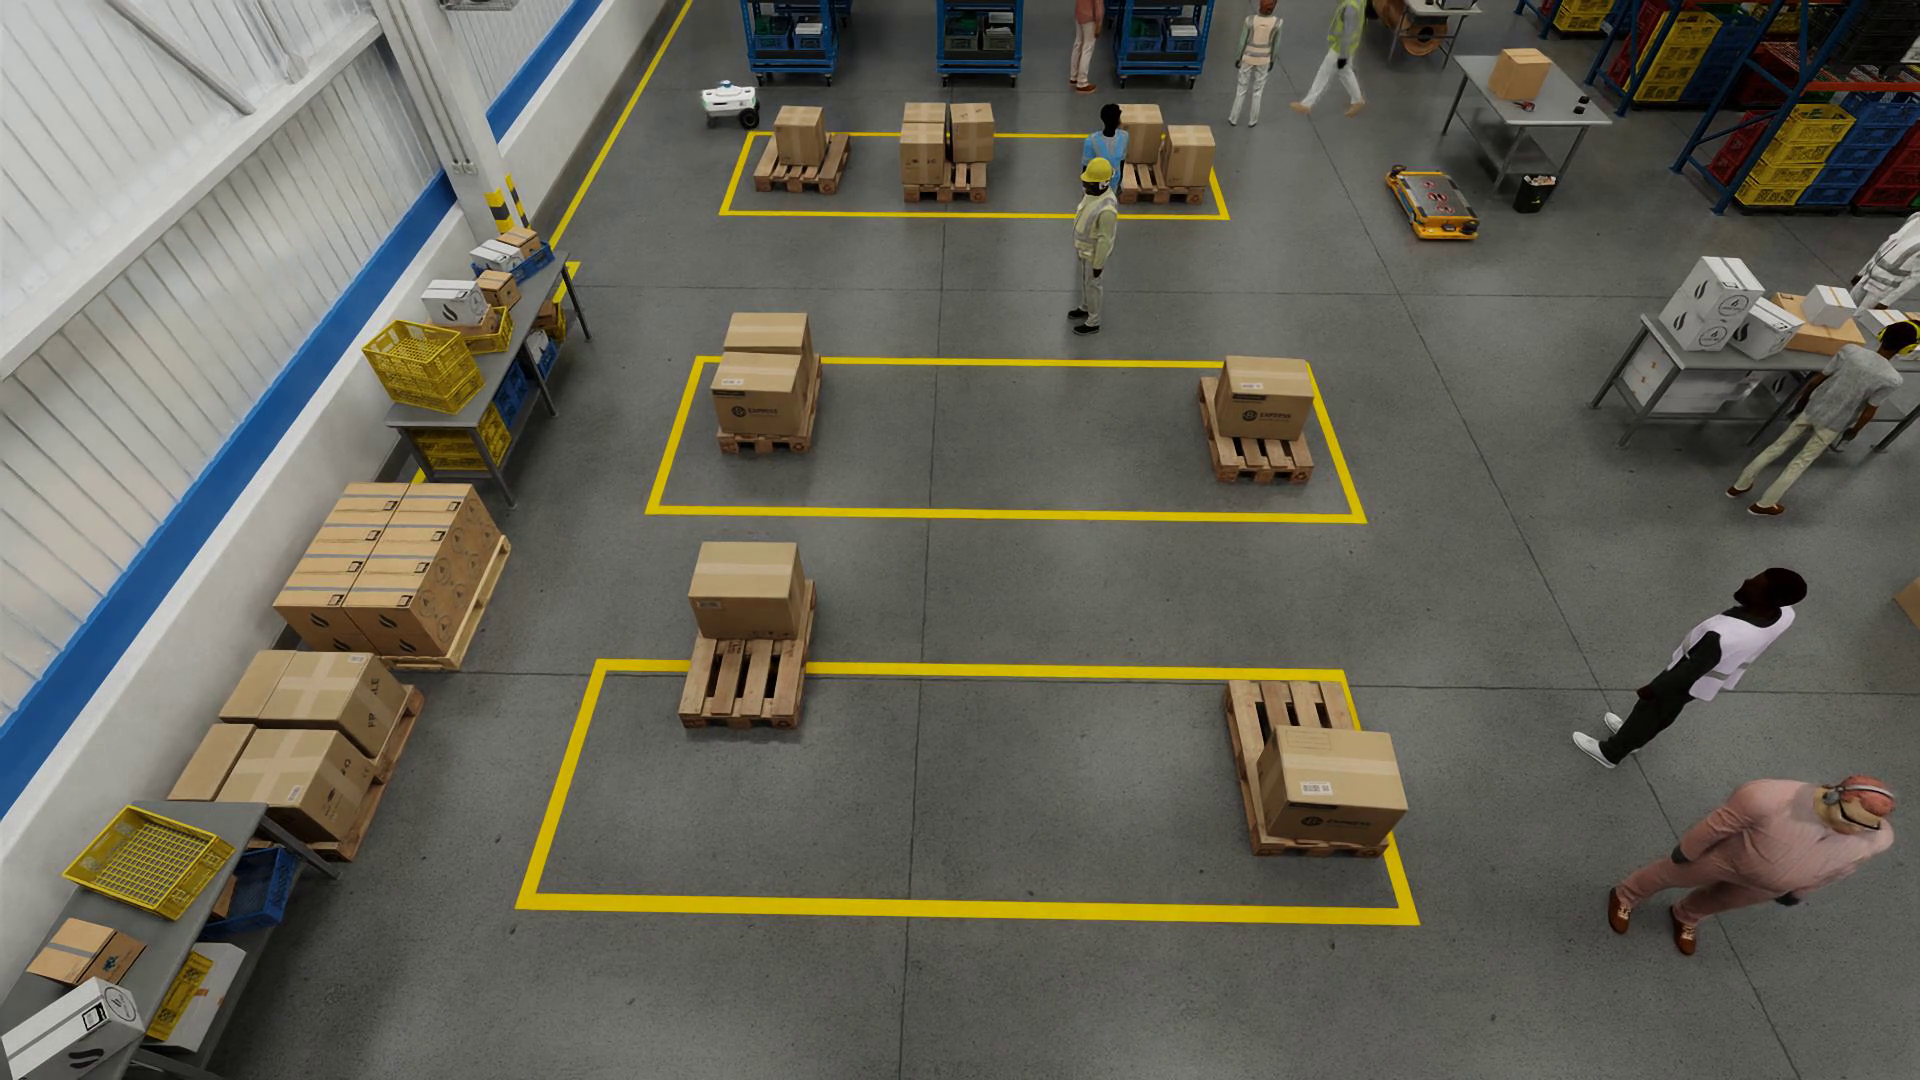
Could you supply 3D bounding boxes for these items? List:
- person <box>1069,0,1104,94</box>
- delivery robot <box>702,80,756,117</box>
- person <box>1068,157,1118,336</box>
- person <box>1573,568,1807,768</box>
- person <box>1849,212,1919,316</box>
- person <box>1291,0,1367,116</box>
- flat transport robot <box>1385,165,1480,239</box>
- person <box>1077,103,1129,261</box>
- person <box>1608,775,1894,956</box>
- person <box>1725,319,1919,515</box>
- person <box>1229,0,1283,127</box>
[{"bbox_3d":[1.796,-7.234,12.659,0.409,1.980,0.621,-19,52,-16],"label":"person"},{"bbox_3d":[-3.127,-5.974,12.440,0.707,0.478,0.477,-6,49,-6],"label":"delivery robot"},{"bbox_3d":[1.295,-2.867,8.981,0.404,1.826,0.598,-4,49,-4],"label":"person"},{"bbox_3d":[4.562,0.830,5.713,0.596,1.921,0.385,-20,52,-16],"label":"person"},{"bbox_3d":[8.518,-2.365,8.503,0.337,1.882,0.585,10,50,9],"label":"person"},{"bbox_3d":[5.169,-6.578,12.215,0.937,1.795,0.665,21,52,17],"label":"person"},{"bbox_3d":[5.692,-4.094,11.059,0.652,0.197,1.431,1,49,1],"label":"flat transport robot"},{"bbox_3d":[1.538,-3.859,9.918,0.533,1.697,0.318,-17,51,-14],"label":"person"},{"bbox_3d":[4.237,1.757,4.930,0.642,1.899,0.395,18,51,15],"label":"person"},{"bbox_3d":[6.880,-0.954,7.288,0.328,1.876,0.513,-14,51,-12],"label":"person"},{"bbox_3d":[3.887,-6.296,12.065,0.512,1.639,0.312,10,50,9],"label":"person"}]
